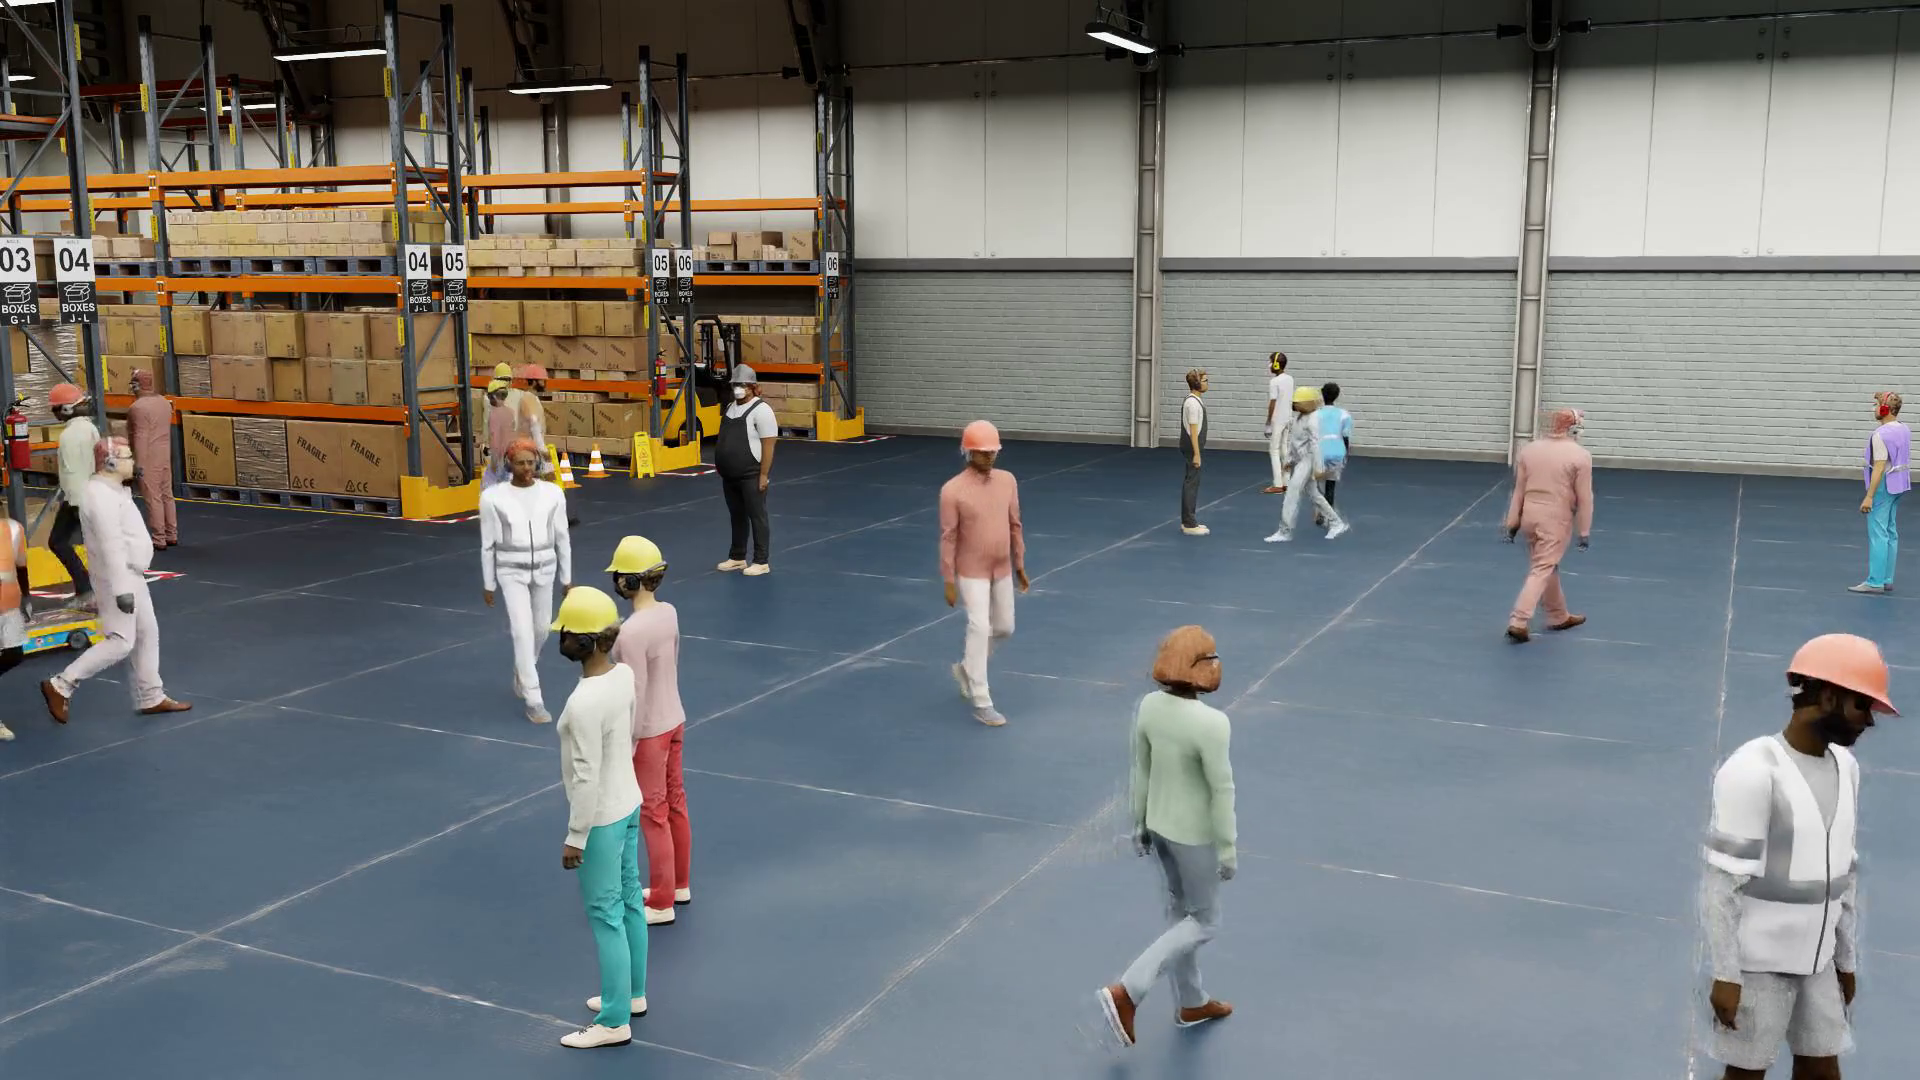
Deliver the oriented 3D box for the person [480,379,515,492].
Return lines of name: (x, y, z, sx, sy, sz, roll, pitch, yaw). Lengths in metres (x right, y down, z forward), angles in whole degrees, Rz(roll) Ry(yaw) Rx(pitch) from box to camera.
person: (-5.044, -0.885, 18.251, 0.395, 1.740, 0.544, 2, 9, 12)

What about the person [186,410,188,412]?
person: (-12.164, -2.135, 25.473, 0.954, 1.878, 0.580, 4, 10, 21)

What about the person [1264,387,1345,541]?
person: (3.793, -0.823, 18.031, 0.902, 1.692, 0.473, -1, 9, -4)

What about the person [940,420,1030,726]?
person: (0.138, 0.188, 10.958, 0.654, 1.990, 0.660, -8, 12, -39)

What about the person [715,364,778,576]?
person: (-2.112, -0.681, 16.085, 0.688, 2.000, 0.539, 9, 13, 43)

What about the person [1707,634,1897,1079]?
person: (2.400, 1.210, 4.951, 0.614, 1.896, 0.466, -4, 10, -24)

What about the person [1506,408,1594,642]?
person: (4.689, -0.119, 13.276, 1.015, 1.859, 0.691, -5, 10, -28)

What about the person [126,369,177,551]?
person: (-8.521, -0.838, 17.469, 0.400, 1.905, 0.644, 0, 9, 2)

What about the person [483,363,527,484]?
person: (-5.410, -1.191, 19.846, 0.586, 1.835, 0.403, -7, 11, -35)

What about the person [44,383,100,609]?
person: (-7.576, -0.358, 14.306, 0.491, 1.974, 0.637, 0, 9, -2)

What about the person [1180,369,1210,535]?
person: (2.619, -0.978, 18.504, 0.339, 1.846, 0.514, 1, 9, 4)

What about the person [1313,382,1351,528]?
person: (4.173, -0.944, 18.827, 0.534, 1.674, 0.535, 0, 9, 0)

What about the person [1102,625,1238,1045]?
person: (0.813, 1.121, 6.321, 0.610, 1.617, 0.509, -5, 10, -27)

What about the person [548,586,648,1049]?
person: (-1.380, 1.046, 6.334, 0.312, 1.771, 0.524, 1, 9, 7)

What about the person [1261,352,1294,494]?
person: (4.202, -1.537, 21.908, 0.329, 1.862, 0.515, 9, 13, 42)

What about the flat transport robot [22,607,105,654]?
flat transport robot: (-7.256, 0.746, 12.747, 0.652, 0.197, 1.431, 5, 11, 30)

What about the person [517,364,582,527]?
person: (-4.898, -1.060, 18.919, 1.017, 1.891, 0.550, 0, 9, -1)

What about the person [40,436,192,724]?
person: (-5.520, 0.264, 10.787, 0.782, 1.880, 0.648, -3, 10, -19)

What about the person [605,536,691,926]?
person: (-1.418, 0.857, 7.496, 0.331, 1.768, 0.526, 2, 9, 12)

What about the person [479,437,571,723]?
person: (-2.898, 0.232, 11.077, 0.584, 1.858, 0.860, -6, 11, -31)

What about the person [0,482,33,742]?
person: (-6.167, 0.411, 10.494, 0.596, 1.674, 0.541, 6, 11, 31)

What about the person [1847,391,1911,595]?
person: (8.394, -0.424, 15.107, 0.567, 1.847, 0.389, -8, 12, -41)
